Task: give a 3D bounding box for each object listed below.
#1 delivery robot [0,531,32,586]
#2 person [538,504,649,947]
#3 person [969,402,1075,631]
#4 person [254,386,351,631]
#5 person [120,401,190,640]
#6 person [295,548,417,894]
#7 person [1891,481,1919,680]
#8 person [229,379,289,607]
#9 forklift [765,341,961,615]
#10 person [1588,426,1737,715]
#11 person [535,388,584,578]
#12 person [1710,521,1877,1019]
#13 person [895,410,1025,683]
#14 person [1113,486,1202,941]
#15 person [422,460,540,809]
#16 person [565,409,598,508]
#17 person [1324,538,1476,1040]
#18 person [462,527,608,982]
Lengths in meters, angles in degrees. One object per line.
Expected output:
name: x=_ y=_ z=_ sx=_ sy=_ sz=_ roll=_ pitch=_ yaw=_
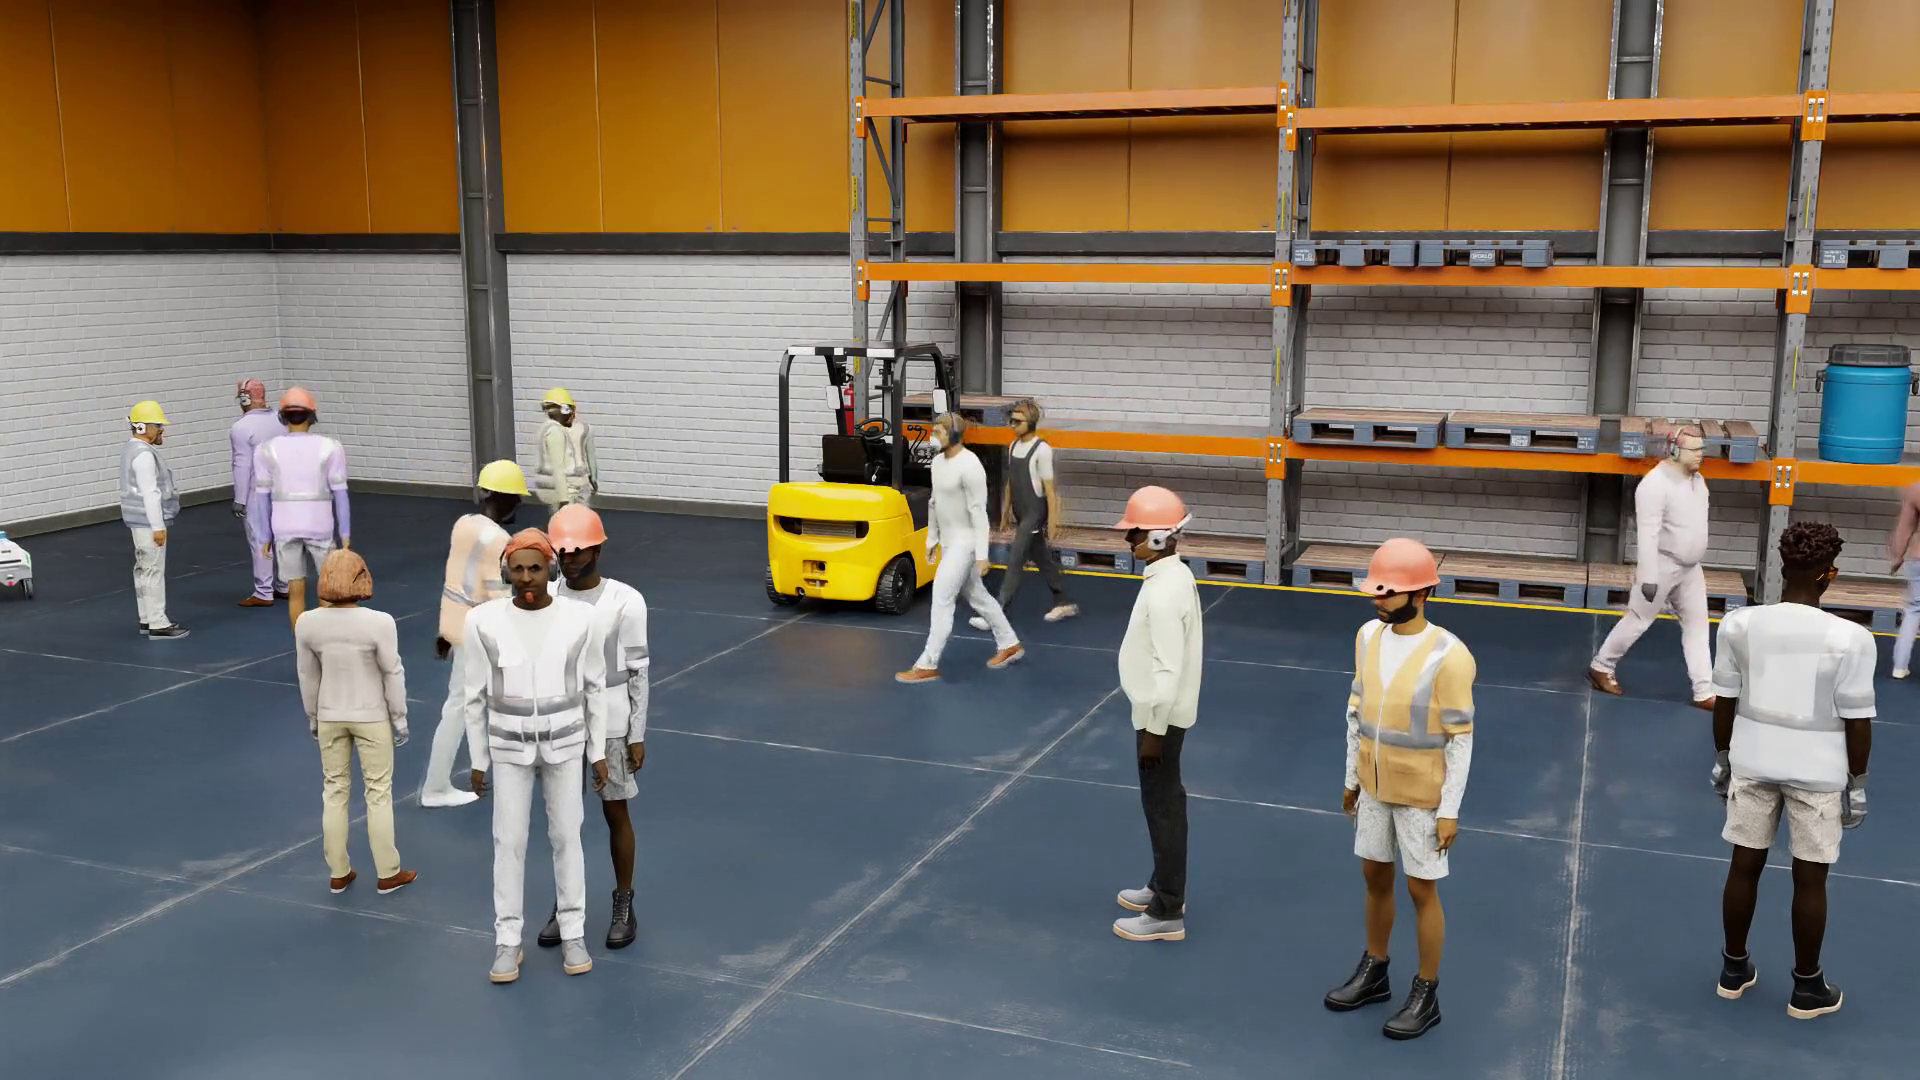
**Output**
delivery robot: x=-8.205 y=0.170 z=14.234 sx=0.477 sy=0.478 sz=0.707 roll=-9 pitch=13 yaw=-39
person: x=-1.608 y=0.799 z=7.154 sx=0.545 sy=1.938 sz=0.361 roll=1 pitch=10 yaw=5
person: x=0.526 y=-0.194 z=13.095 sx=0.995 sy=1.793 sz=0.525 roll=-5 pitch=11 yaw=-27
person: x=-4.663 y=-0.077 z=11.832 sx=0.616 sy=2.019 sz=0.576 roll=-3 pitch=11 yaw=-18
person: x=-6.203 y=-0.153 z=12.770 sx=0.404 sy=1.827 sz=0.589 roll=-7 pitch=12 yaw=-34
person: x=-2.812 y=0.844 z=7.743 sx=0.499 sy=1.636 sz=0.286 roll=1 pitch=10 yaw=5
person: x=6.664 y=0.168 z=11.256 sx=0.516 sy=1.731 sz=0.734 roll=-6 pitch=12 yaw=-30
person: x=-5.852 y=-0.395 z=13.904 sx=0.410 sy=1.906 sz=0.642 roll=3 pitch=11 yaw=16
forklift: x=-0.739 y=-0.602 z=14.246 sx=1.214 sy=2.155 sz=2.313 roll=4 pitch=11 yaw=21
person: x=4.621 y=0.166 z=10.911 sx=0.664 sy=1.864 sz=0.994 roll=-7 pitch=12 yaw=-33
person: x=-3.403 y=-0.378 z=14.123 sx=0.441 sy=1.803 sz=0.639 roll=-3 pitch=11 yaw=-16
person: x=3.264 y=0.894 z=6.548 sx=0.368 sy=1.966 sz=0.603 roll=-10 pitch=14 yaw=-44
person: x=0.037 y=0.028 z=11.613 sx=1.017 sy=1.895 sz=0.646 roll=-4 pitch=11 yaw=-22
person: x=0.854 y=0.750 z=7.271 sx=0.394 sy=1.991 sz=0.625 roll=2 pitch=10 yaw=11
person: x=-2.552 y=0.500 z=9.050 sx=0.925 sy=1.857 sz=0.607 roll=-7 pitch=12 yaw=-34
person: x=-3.660 y=-0.535 z=15.421 sx=0.547 sy=1.623 sz=0.519 roll=-5 pitch=11 yaw=-24
person: x=1.670 y=0.943 z=6.362 sx=0.376 sy=1.932 sz=0.551 roll=-7 pitch=12 yaw=-33
person: x=-1.739 y=0.879 z=6.863 sx=0.574 sy=1.882 sz=0.358 roll=-2 pitch=10 yaw=-14
